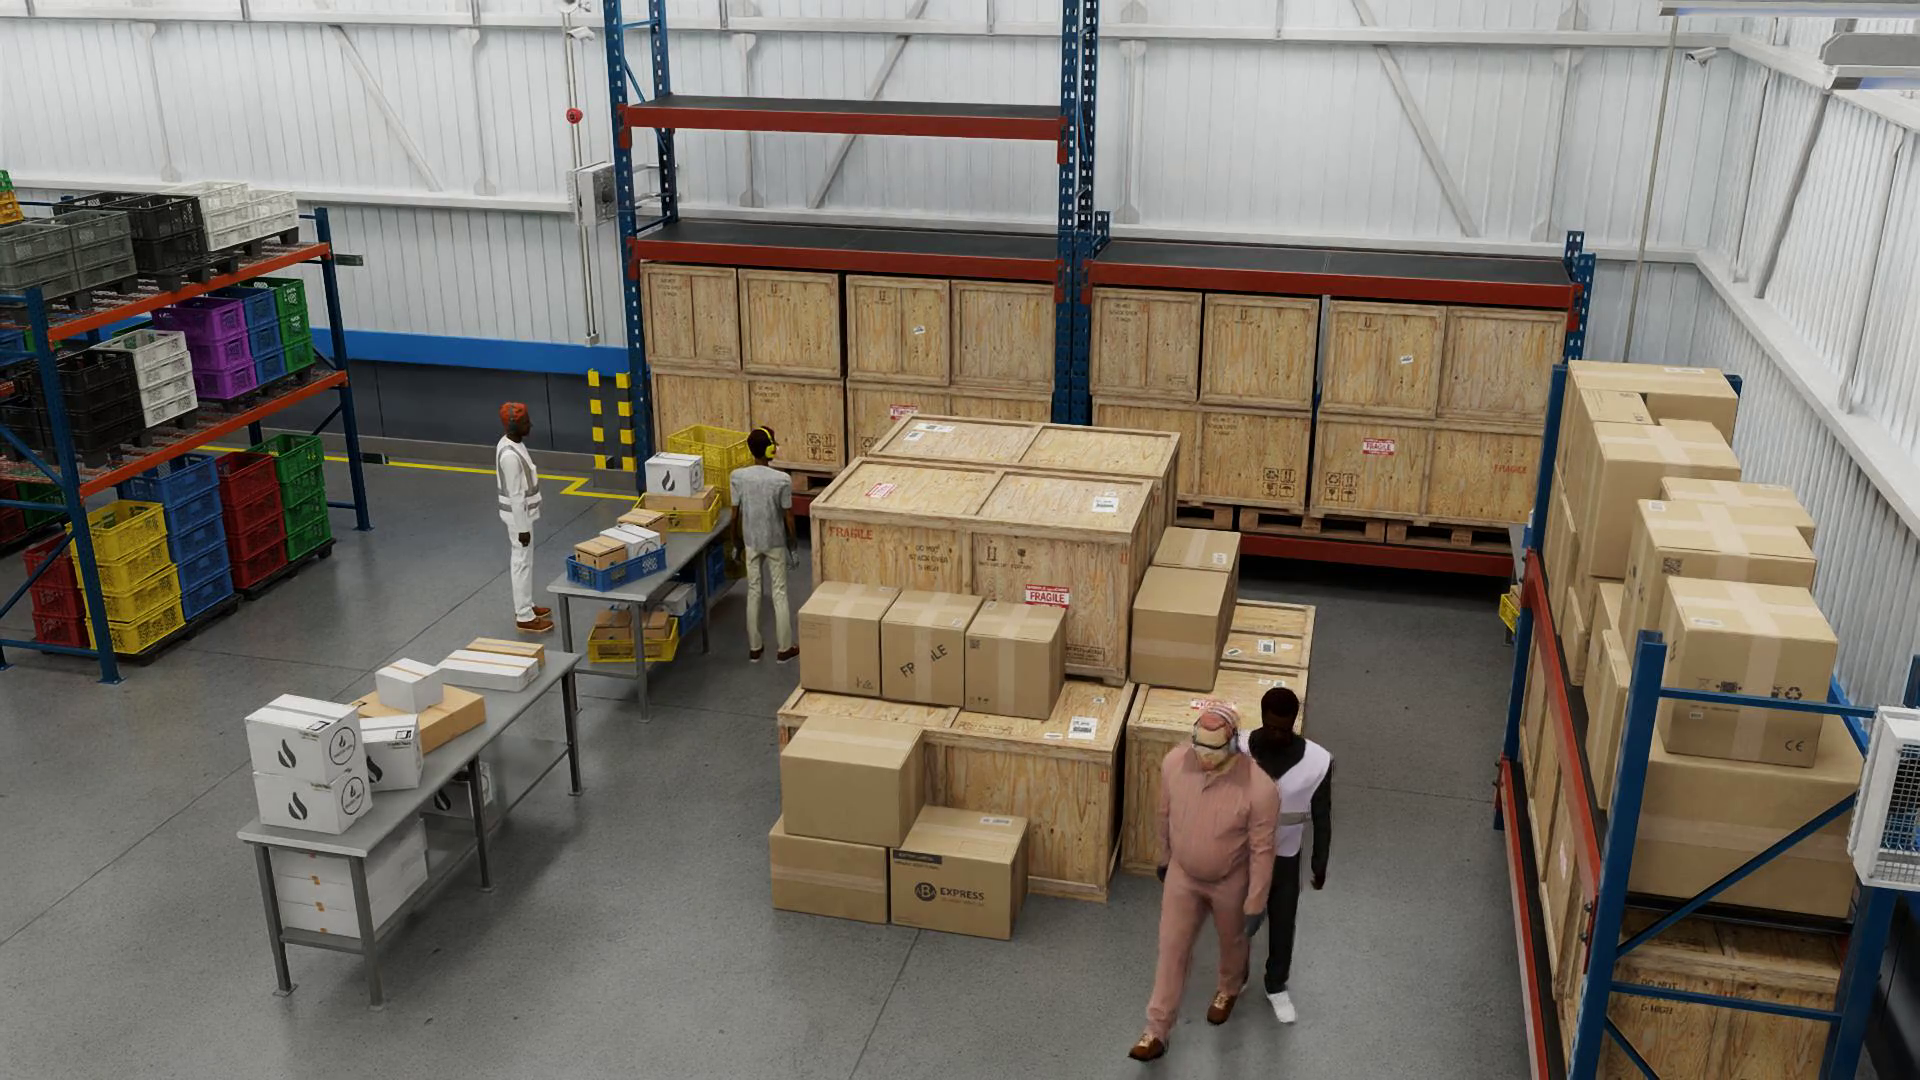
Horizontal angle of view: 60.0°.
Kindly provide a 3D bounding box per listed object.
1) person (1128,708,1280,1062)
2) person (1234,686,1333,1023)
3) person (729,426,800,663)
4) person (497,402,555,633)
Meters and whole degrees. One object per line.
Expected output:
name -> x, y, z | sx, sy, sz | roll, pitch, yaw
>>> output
person -> 1.213, 1.720, 8.289 | 0.679, 1.855, 0.967 | 12, 24, 29
person -> 1.593, 1.595, 8.567 | 0.600, 1.904, 0.381 | 6, 22, 16
person -> -1.495, 0.032, 12.714 | 0.579, 1.865, 0.389 | 4, 21, 9
person -> -3.492, -0.189, 13.258 | 0.340, 1.882, 0.586 | -5, 22, -14
